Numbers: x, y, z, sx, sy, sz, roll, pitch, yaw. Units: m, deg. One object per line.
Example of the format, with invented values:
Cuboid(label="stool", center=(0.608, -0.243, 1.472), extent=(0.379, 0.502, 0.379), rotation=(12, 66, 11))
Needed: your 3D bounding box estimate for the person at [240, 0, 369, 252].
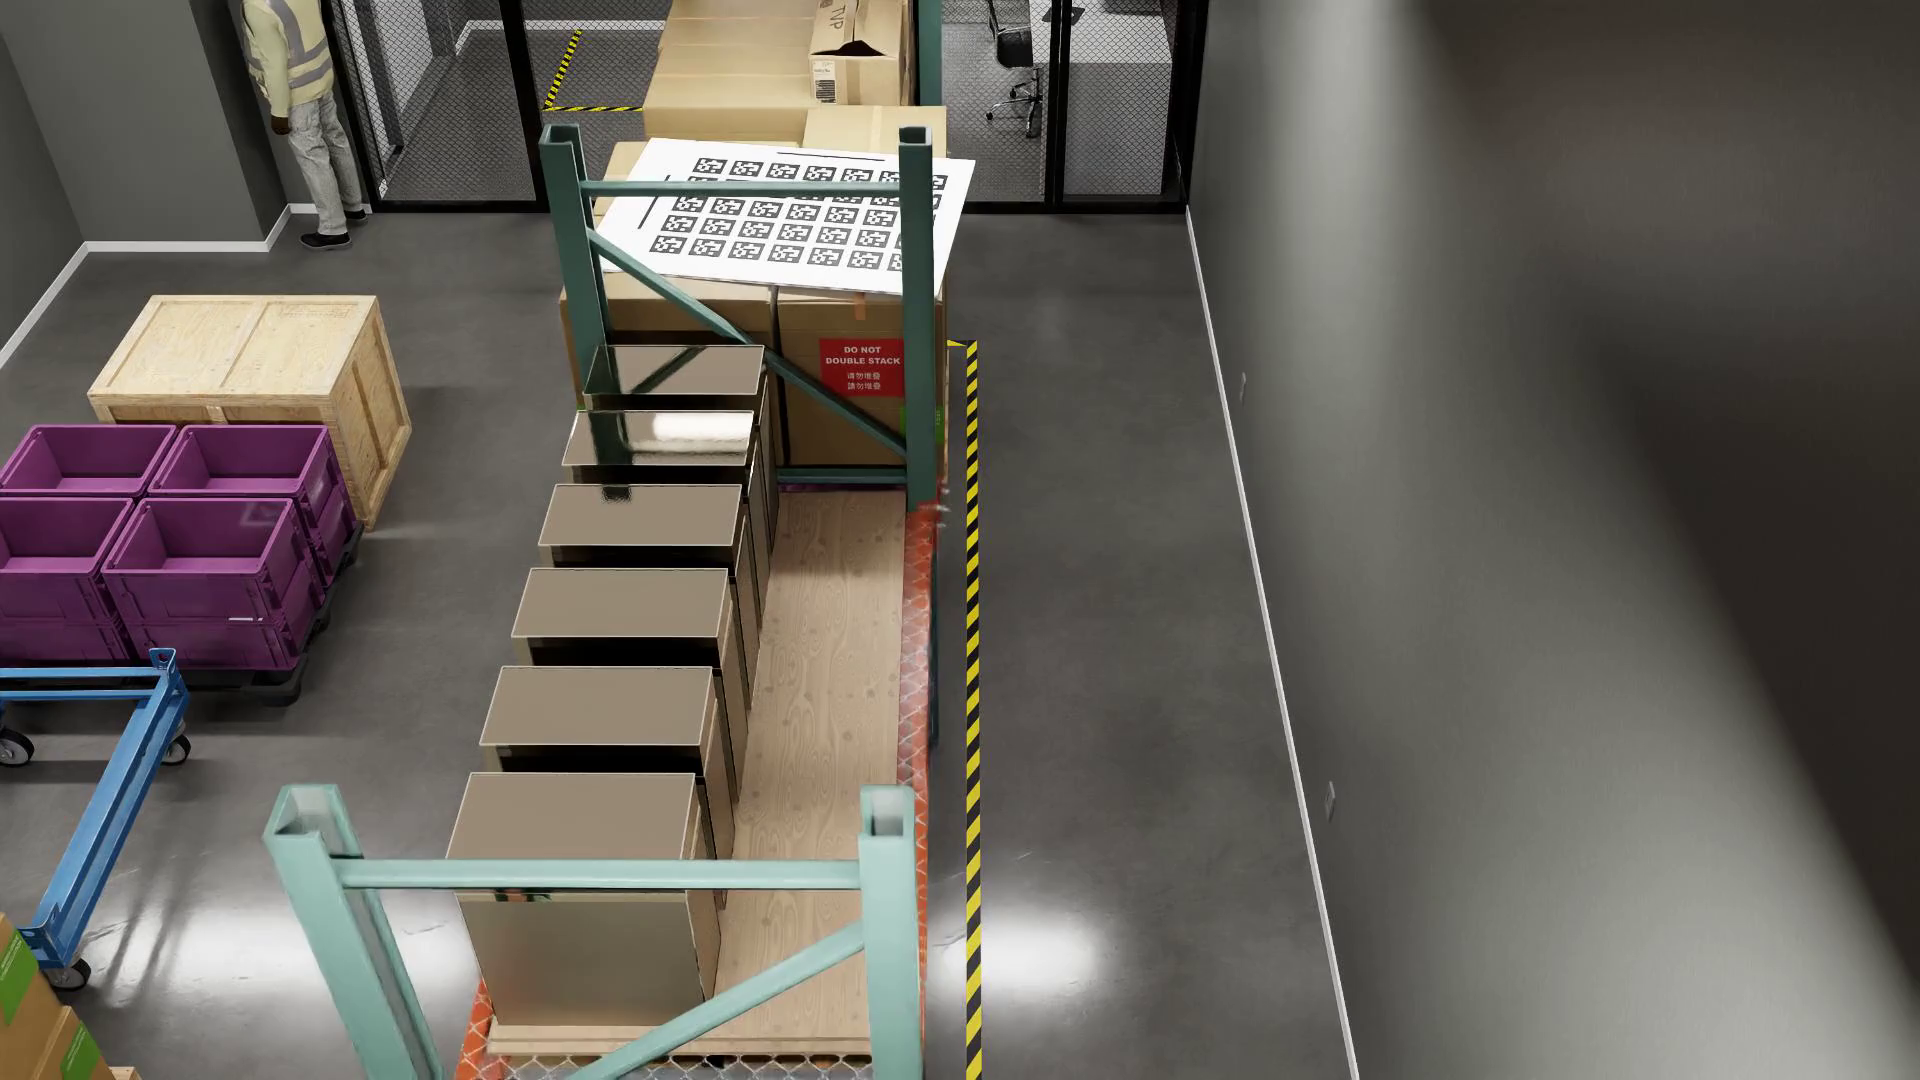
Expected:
Cuboid(label="person", center=(-3.476, -2.394, 8.702), extent=(0.404, 1.832, 0.600), rotation=(5, 41, 5))
